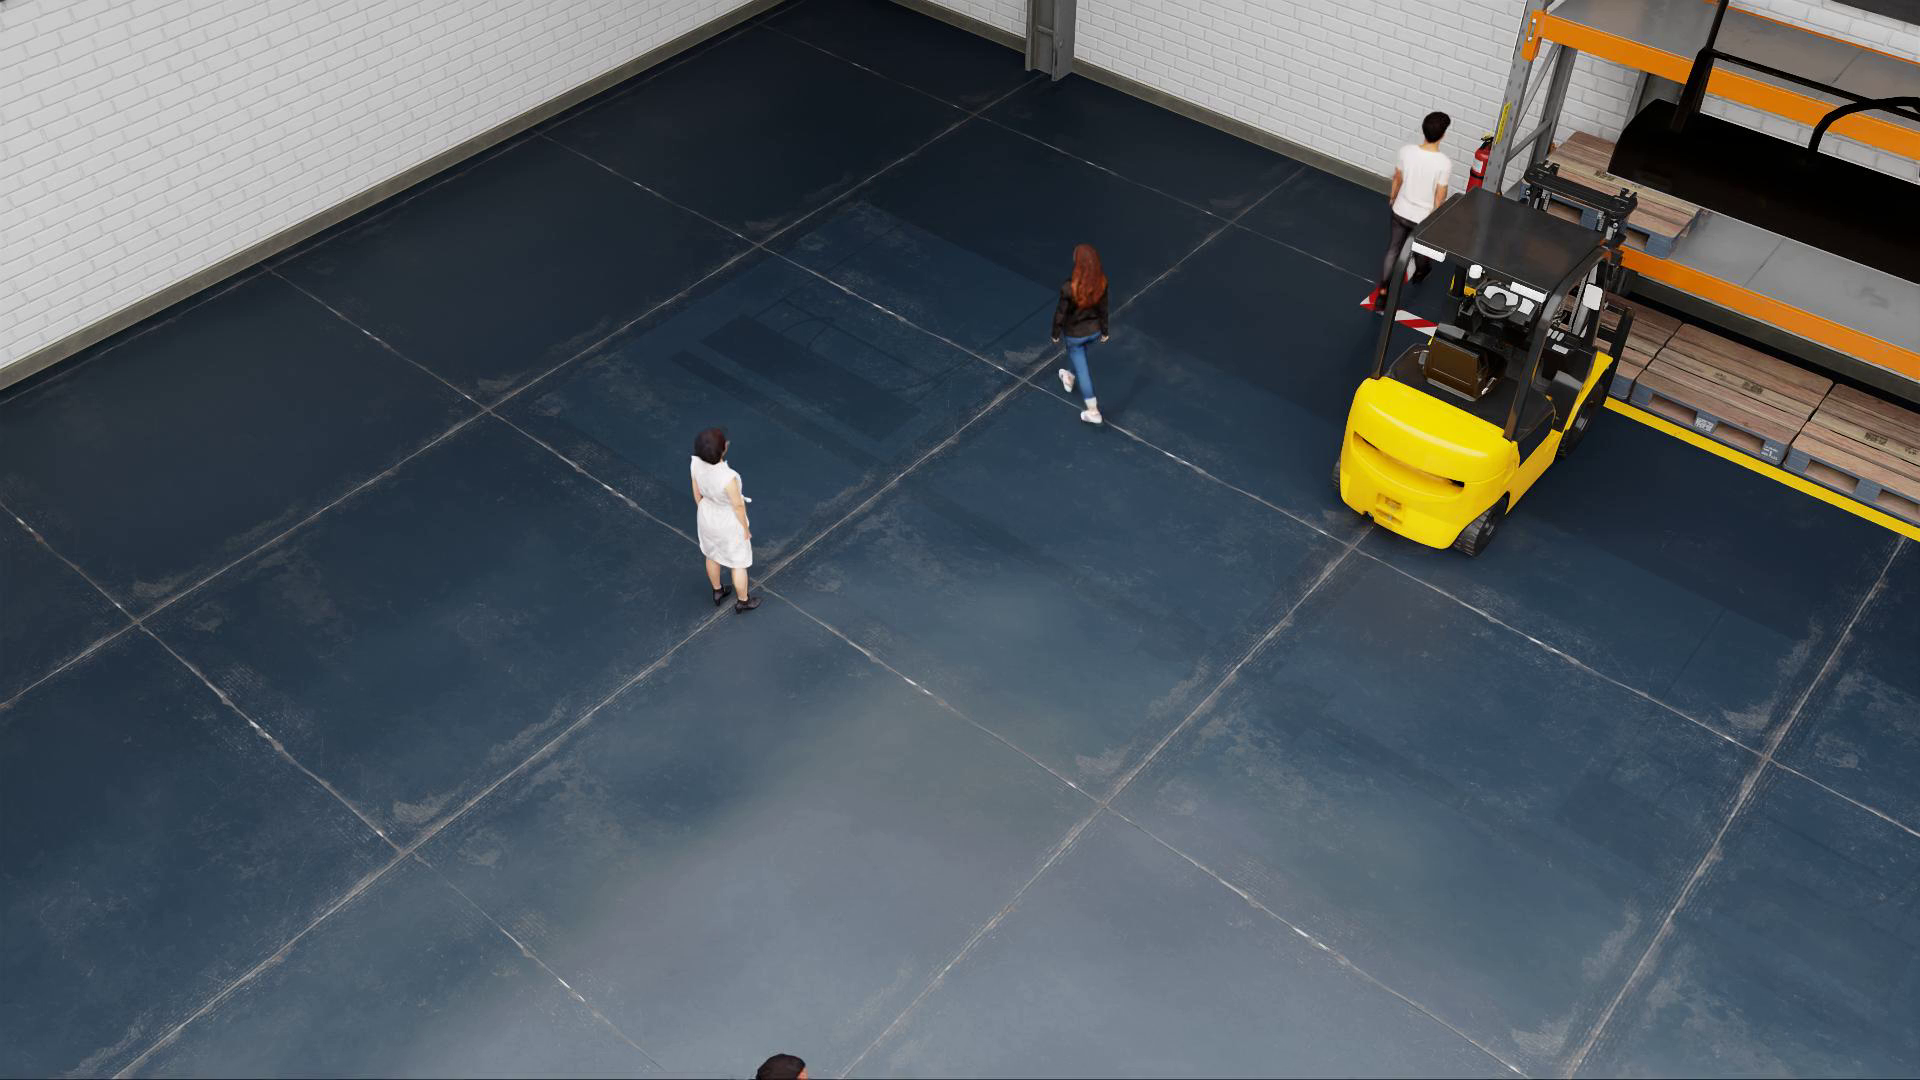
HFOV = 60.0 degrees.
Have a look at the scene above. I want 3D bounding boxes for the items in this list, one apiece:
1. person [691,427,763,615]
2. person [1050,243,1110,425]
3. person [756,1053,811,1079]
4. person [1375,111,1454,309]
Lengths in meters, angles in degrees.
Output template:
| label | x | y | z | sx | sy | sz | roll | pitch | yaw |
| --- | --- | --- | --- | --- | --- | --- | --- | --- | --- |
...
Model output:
| label | x | y | z | sx | sy | sz | roll | pitch | yaw |
| --- | --- | --- | --- | --- | --- | --- | --- | --- | --- |
| person | -1.567 | -0.124 | 10.982 | 0.500 | 1.554 | 0.646 | 22 | 48 | 22 |
| person | 0.957 | -1.536 | 12.541 | 0.823 | 1.448 | 1.055 | -20 | 47 | -20 |
| person | -0.901 | 2.896 | 7.781 | 0.933 | 1.596 | 0.873 | -2 | 44 | -3 |
| person | 3.668 | -2.659 | 13.548 | 0.968 | 1.684 | 0.777 | 25 | 49 | 24 |
